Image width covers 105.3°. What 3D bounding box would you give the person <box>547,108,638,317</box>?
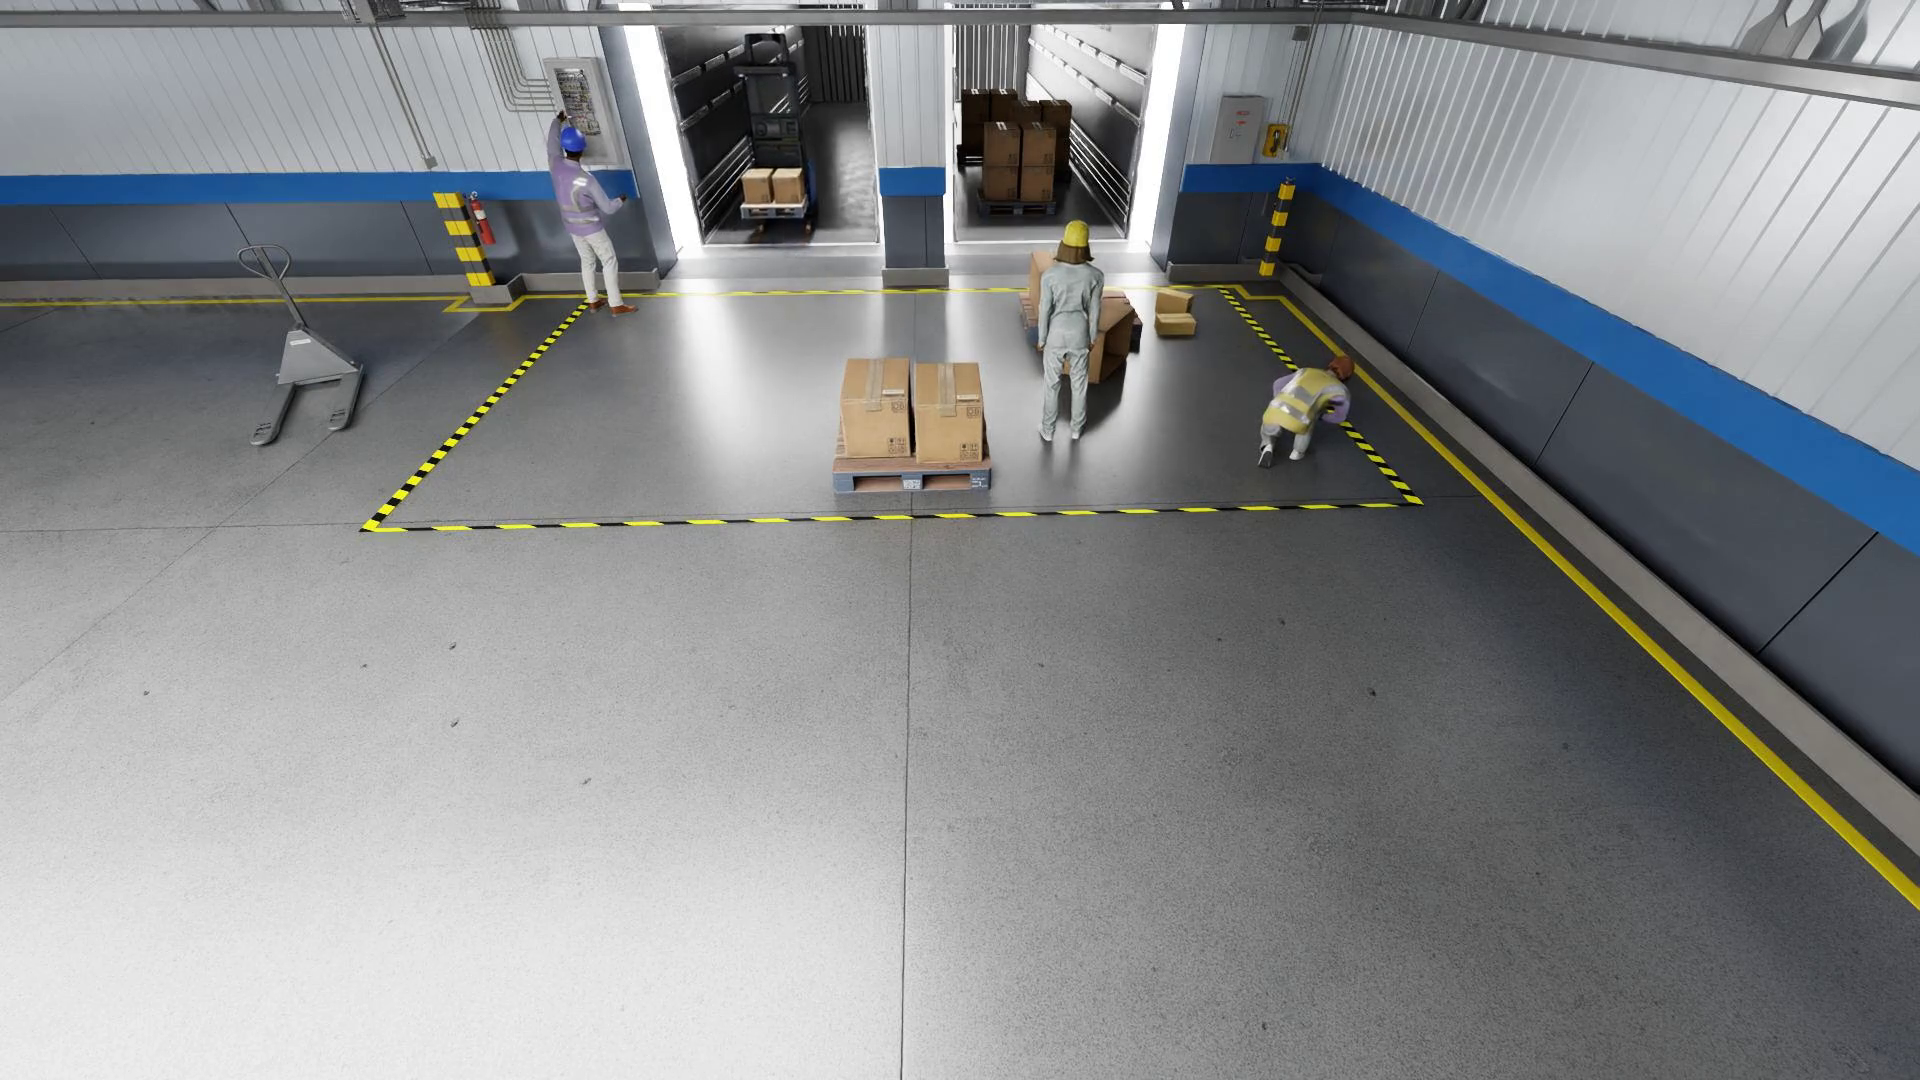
[{"bbox_3d":[-4.047,-3.551,8.066,0.925,1.978,0.768,17,42,20],"label":"person"}]

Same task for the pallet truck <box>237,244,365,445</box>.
[{"bbox_3d":[-5.915,-1.733,6.366,0.680,1.201,1.601,-18,42,-21],"label":"pallet truck"}]

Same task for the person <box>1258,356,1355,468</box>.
[{"bbox_3d":[2.694,-1.039,5.898,0.929,0.790,0.668,-31,48,-33],"label":"person"}]

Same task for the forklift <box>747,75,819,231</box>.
[{"bbox_3d":[-2.635,-5.903,10.977,0.716,2.013,0.776,-1,38,-2],"label":"forklift"}]

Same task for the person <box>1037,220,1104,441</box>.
[{"bbox_3d":[0.842,-1.604,5.796,0.486,1.743,0.313,-1,38,-1],"label":"person"}]
